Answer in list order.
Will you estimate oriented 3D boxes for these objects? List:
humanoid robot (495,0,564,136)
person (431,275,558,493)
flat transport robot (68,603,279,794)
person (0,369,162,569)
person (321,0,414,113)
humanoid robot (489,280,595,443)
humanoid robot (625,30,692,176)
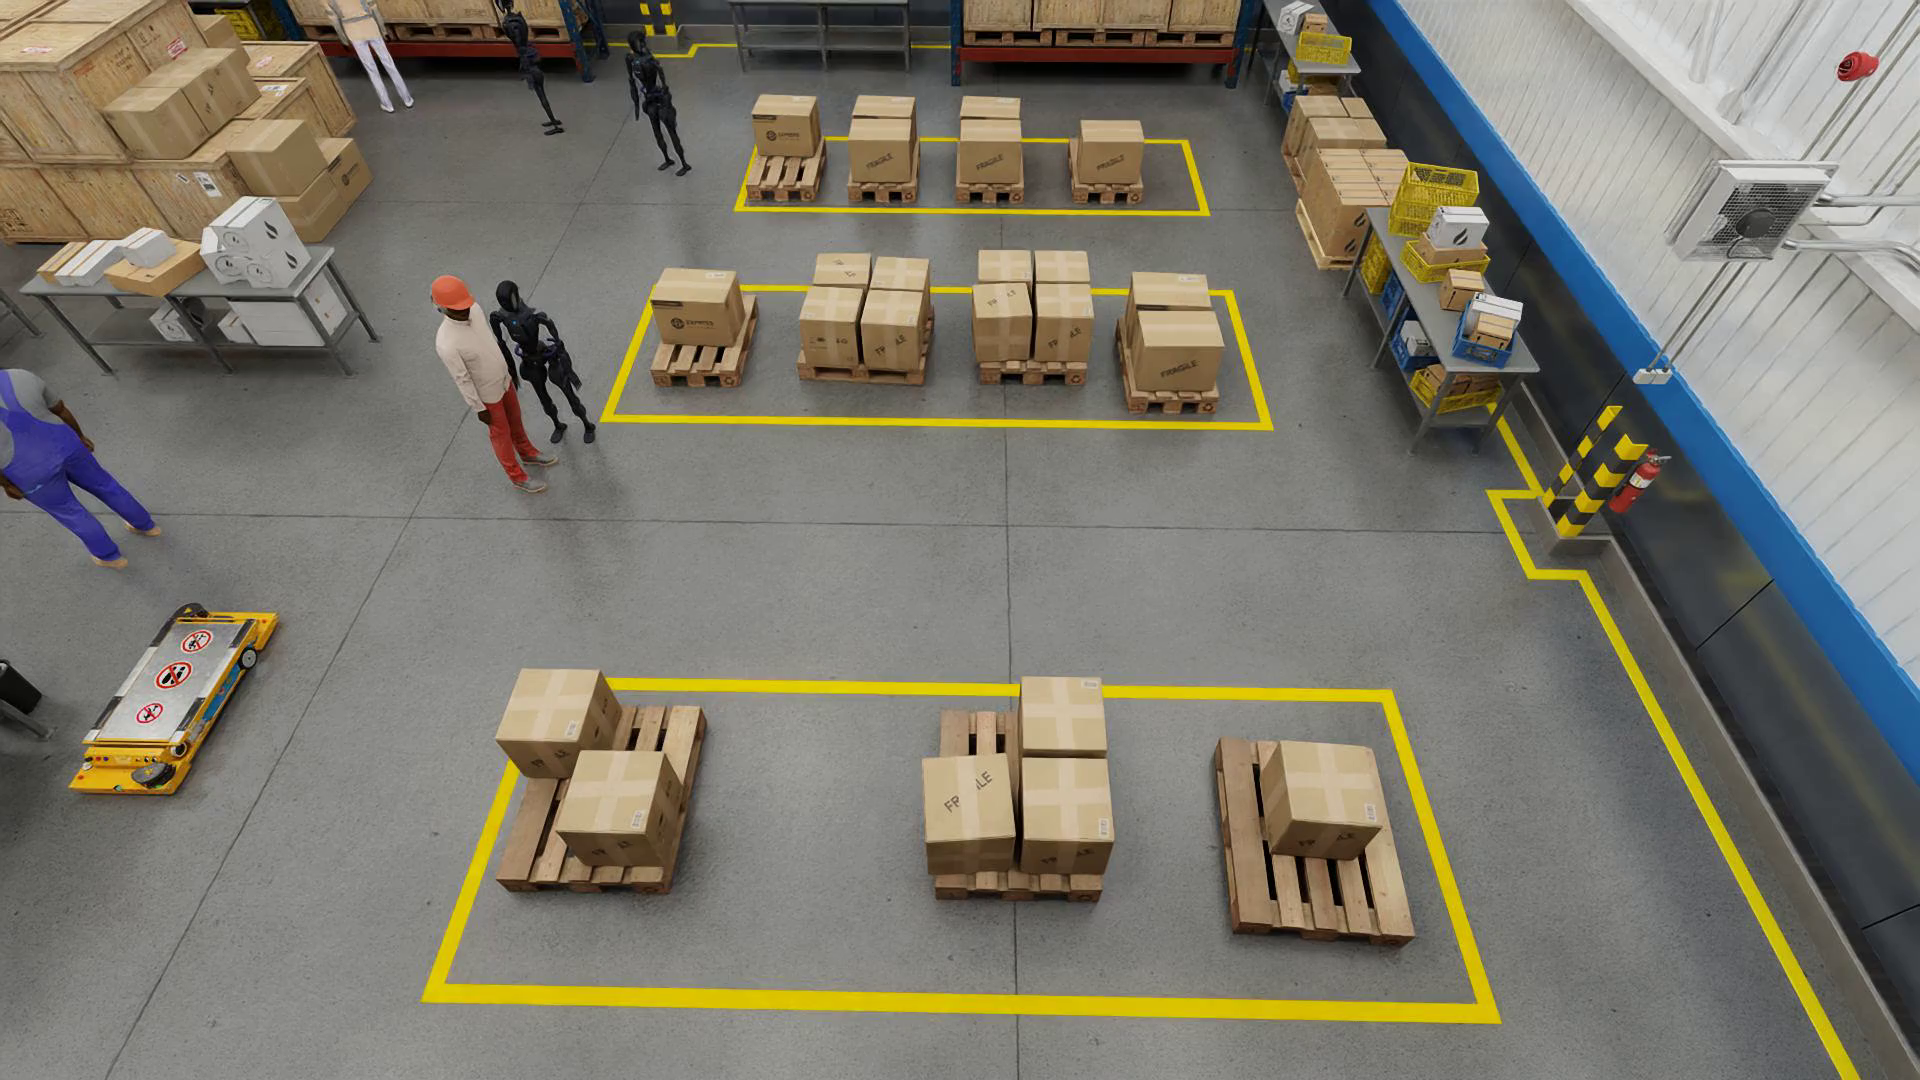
[{"bbox_3d":[-5.407,-5.952,11.480,0.335,1.651,0.570,-23,53,-18],"label":"humanoid robot"},{"bbox_3d":[-3.707,-1.223,7.274,0.388,1.990,0.620,2,50,2],"label":"person"},{"bbox_3d":[-5.504,1.072,6.442,0.652,0.197,1.431,1,50,1],"label":"flat transport robot"},{"bbox_3d":[-6.798,-0.633,6.743,0.536,2.000,0.679,13,51,11],"label":"person"},{"bbox_3d":[-7.693,-6.528,11.804,0.584,1.928,0.368,-29,55,-22],"label":"person"},{"bbox_3d":[-3.500,-1.462,7.680,0.570,1.651,0.326,1,50,0],"label":"humanoid robot"},{"bbox_3d":[-3.575,-5.123,10.778,0.573,1.649,0.349,23,53,18],"label":"humanoid robot"}]
